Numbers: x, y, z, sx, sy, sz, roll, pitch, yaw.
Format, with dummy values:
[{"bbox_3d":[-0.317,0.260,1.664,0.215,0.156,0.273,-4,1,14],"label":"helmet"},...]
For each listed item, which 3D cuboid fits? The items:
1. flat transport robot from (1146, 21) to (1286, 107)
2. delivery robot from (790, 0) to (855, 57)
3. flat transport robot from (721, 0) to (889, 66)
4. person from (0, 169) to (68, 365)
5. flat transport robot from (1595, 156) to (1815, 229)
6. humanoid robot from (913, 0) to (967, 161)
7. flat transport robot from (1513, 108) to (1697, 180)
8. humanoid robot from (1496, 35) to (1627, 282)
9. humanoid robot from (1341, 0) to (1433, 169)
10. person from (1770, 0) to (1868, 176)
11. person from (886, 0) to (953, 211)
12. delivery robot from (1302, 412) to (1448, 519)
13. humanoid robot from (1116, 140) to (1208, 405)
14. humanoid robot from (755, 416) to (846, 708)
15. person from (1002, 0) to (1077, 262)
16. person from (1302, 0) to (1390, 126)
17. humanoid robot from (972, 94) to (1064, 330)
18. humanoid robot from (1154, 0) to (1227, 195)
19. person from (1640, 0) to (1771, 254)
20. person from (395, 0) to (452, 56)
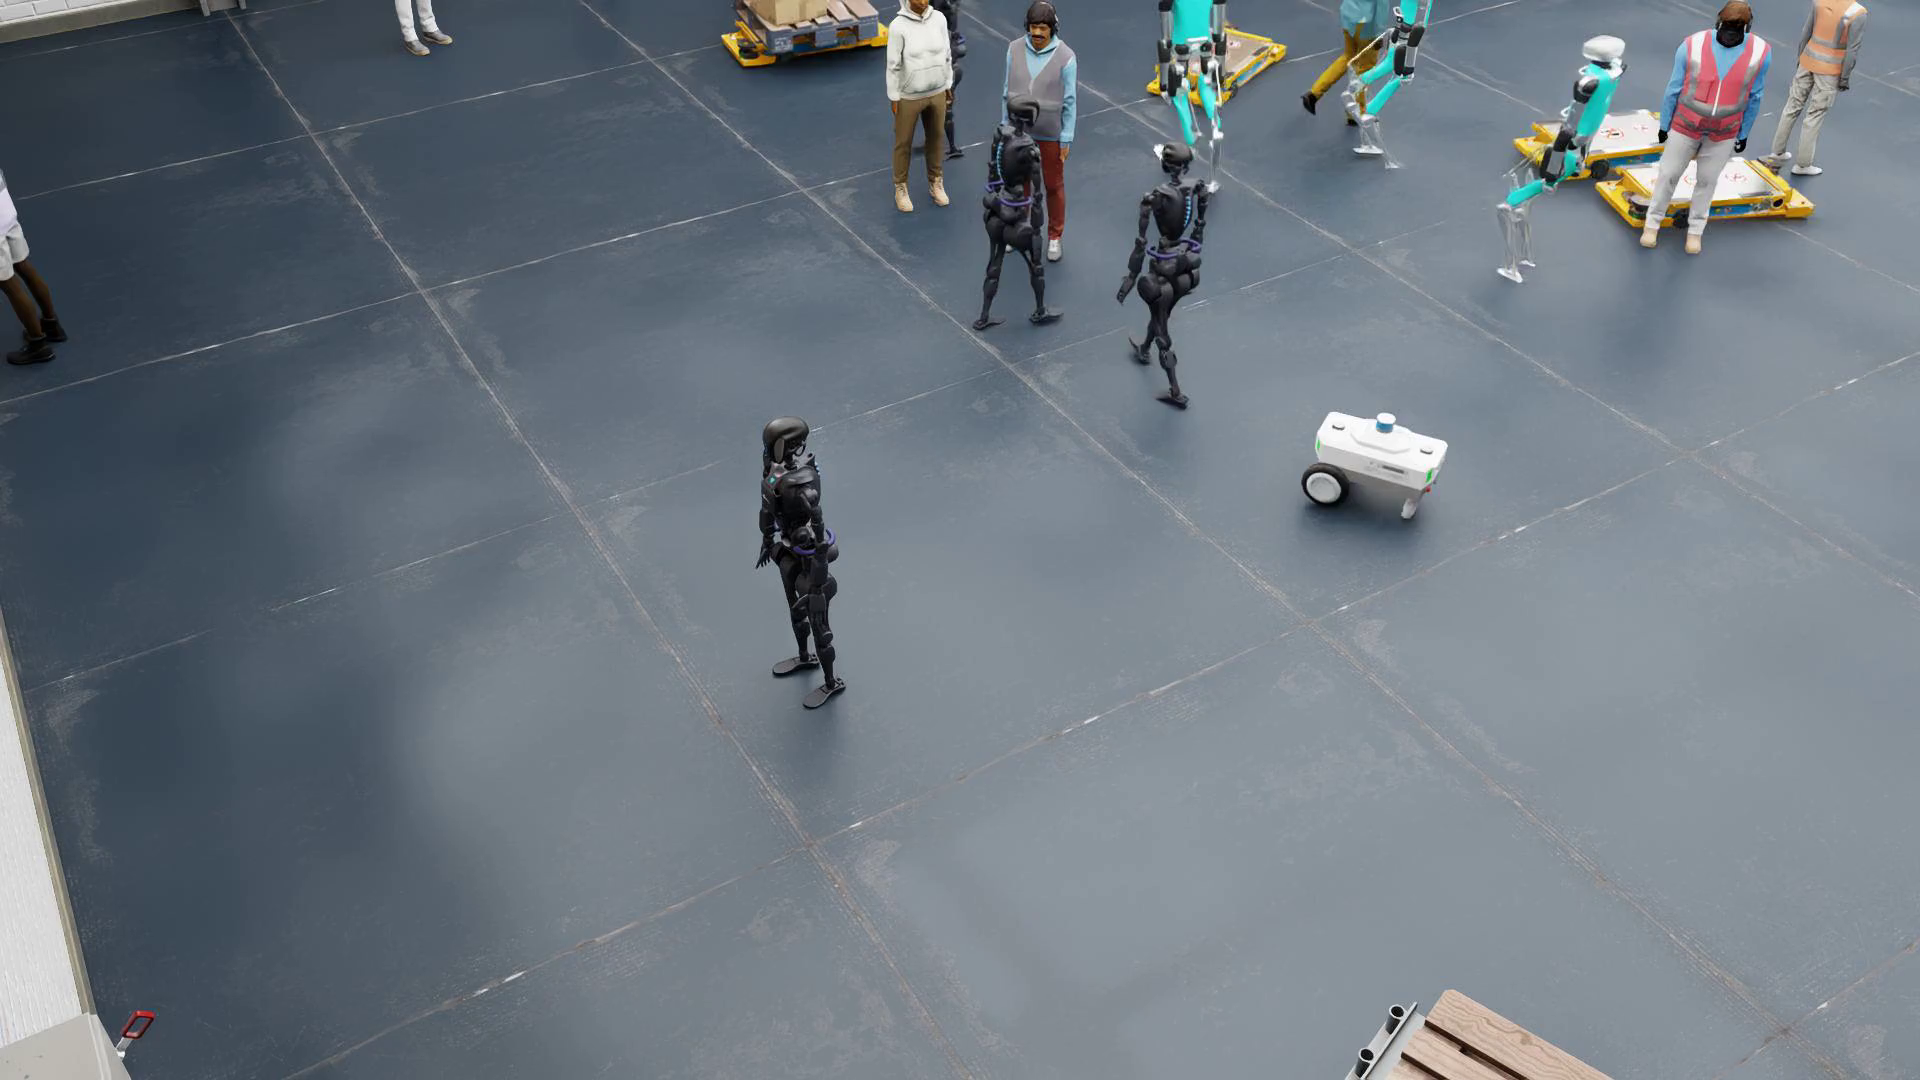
[{"bbox_3d":[2.257,-4.159,14.539,0.659,0.231,1.431,22,43,26],"label":"flat transport robot"},{"bbox_3d":[-1.317,-4.718,14.991,0.746,0.565,0.499,-8,39,-10],"label":"delivery robot"},{"bbox_3d":[-1.387,-4.590,15.084,1.431,0.231,0.659,-15,41,-18],"label":"flat transport robot"},{"bbox_3d":[-6.150,-2.008,10.484,0.369,1.934,0.550,-1,38,-2],"label":"person"},{"bbox_3d":[5.648,-2.635,12.617,1.431,0.231,0.659,-5,39,-7],"label":"flat transport robot"},{"bbox_3d":[-0.142,-3.732,12.867,0.320,1.652,0.609,-14,41,-17],"label":"humanoid robot"},{"bbox_3d":[5.235,-3.159,13.278,1.431,0.231,0.659,-9,39,-11],"label":"flat transport robot"},{"bbox_3d":[4.040,-2.630,11.430,0.675,1.788,0.531,30,47,32],"label":"humanoid robot"},{"bbox_3d":[3.228,-3.717,12.818,0.698,1.827,0.537,2,38,2],"label":"humanoid robot"},{"bbox_3d":[6.602,-3.608,12.738,0.307,1.641,0.511,-15,41,-18],"label":"person"},{"bbox_3d":[-0.310,-3.292,12.247,0.515,1.759,0.370,-16,41,-19],"label":"person"},{"bbox_3d":[2.395,-0.465,9.661,0.783,0.611,0.504,18,42,22],"label":"delivery robot"},{"bbox_3d":[1.278,-1.682,10.314,0.600,1.628,0.760,-23,44,-26],"label":"humanoid robot"},{"bbox_3d":[-0.773,0.102,8.018,0.315,1.657,0.599,-22,43,-25],"label":"humanoid robot"},{"bbox_3d":[0.554,-2.859,11.612,0.536,1.872,0.415,15,41,18],"label":"person"},{"bbox_3d":[3.186,-4.123,13.308,0.558,1.730,0.573,-10,39,-12],"label":"person"},{"bbox_3d":[0.375,-2.148,10.883,0.619,1.639,0.608,-22,43,-25],"label":"humanoid robot"},{"bbox_3d":[1.783,-3.347,12.361,0.539,1.755,1.055,-9,39,-11],"label":"humanoid robot"},{"bbox_3d":[5.230,-2.895,11.690,0.630,1.837,0.431,11,40,13],"label":"person"},{"bbox_3d":[-4.857,-5.245,14.612,0.354,1.882,0.572,20,43,24],"label":"person"}]
